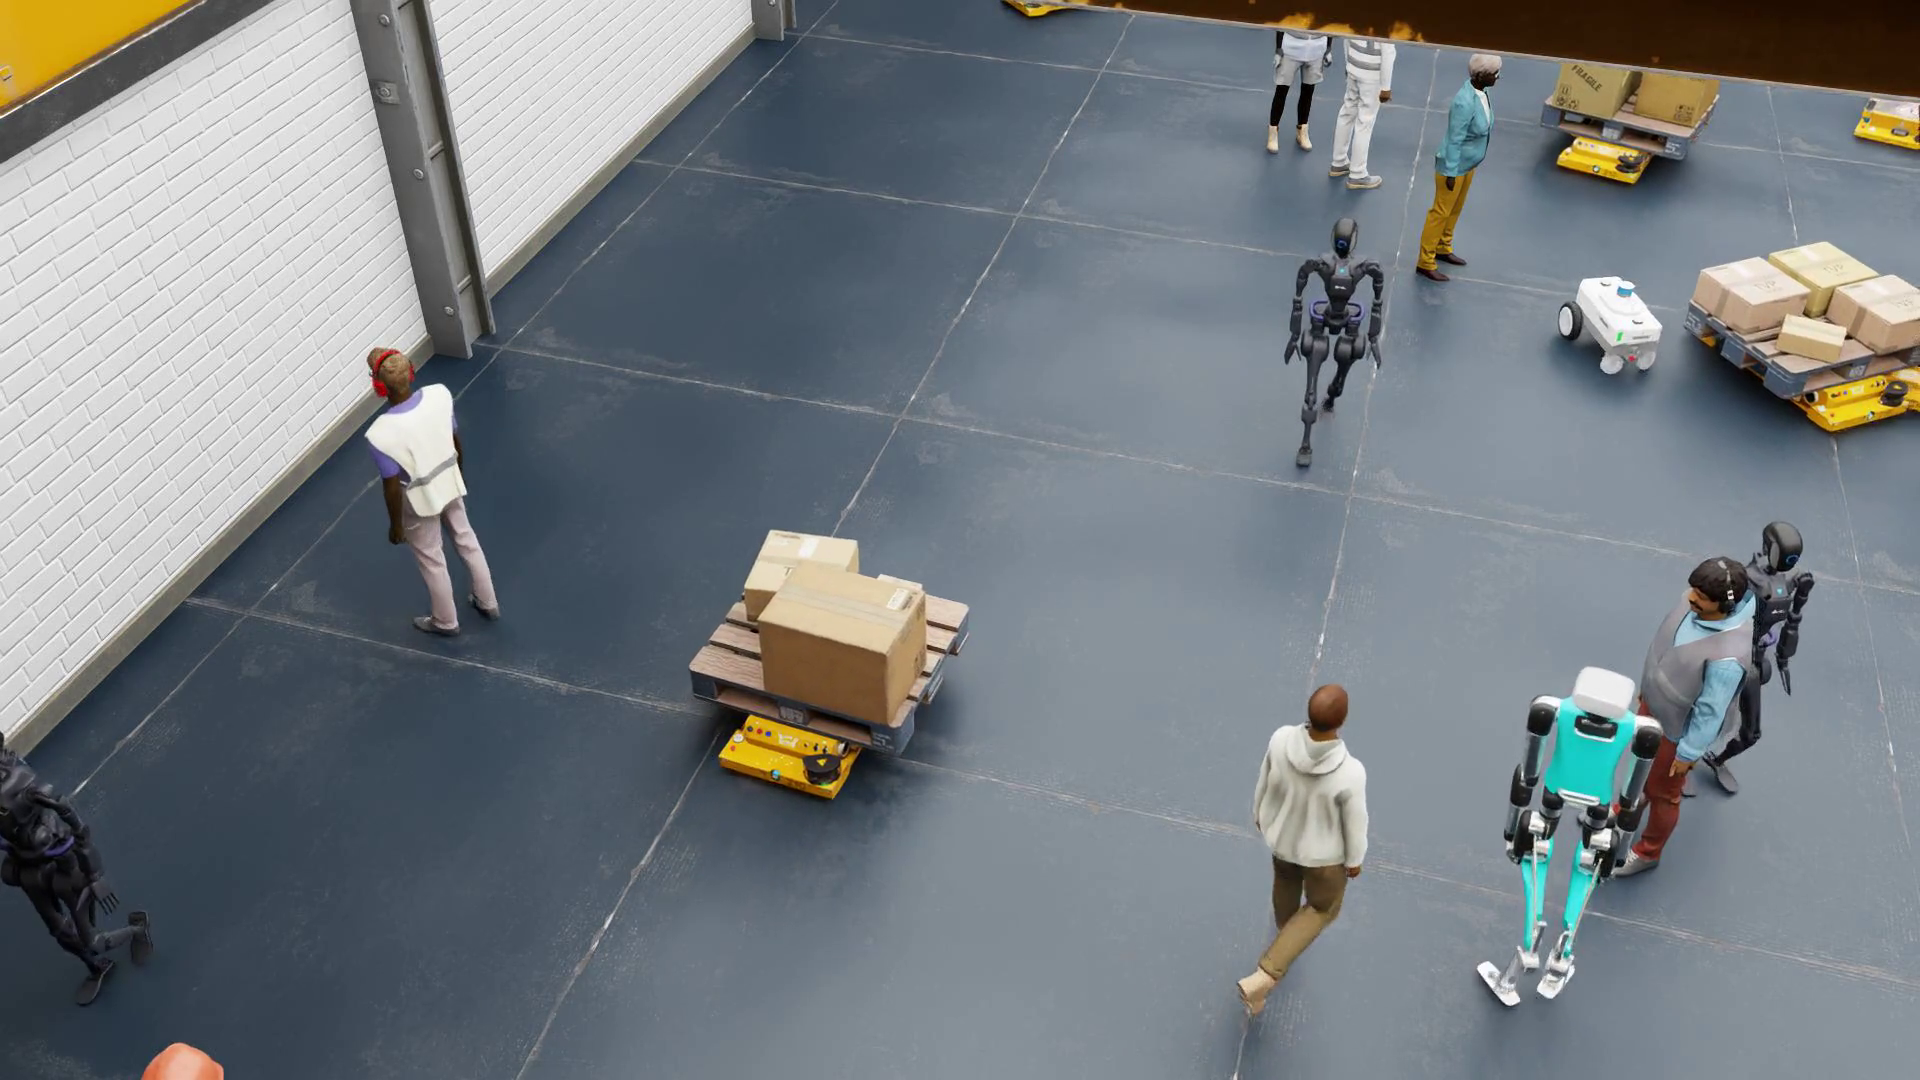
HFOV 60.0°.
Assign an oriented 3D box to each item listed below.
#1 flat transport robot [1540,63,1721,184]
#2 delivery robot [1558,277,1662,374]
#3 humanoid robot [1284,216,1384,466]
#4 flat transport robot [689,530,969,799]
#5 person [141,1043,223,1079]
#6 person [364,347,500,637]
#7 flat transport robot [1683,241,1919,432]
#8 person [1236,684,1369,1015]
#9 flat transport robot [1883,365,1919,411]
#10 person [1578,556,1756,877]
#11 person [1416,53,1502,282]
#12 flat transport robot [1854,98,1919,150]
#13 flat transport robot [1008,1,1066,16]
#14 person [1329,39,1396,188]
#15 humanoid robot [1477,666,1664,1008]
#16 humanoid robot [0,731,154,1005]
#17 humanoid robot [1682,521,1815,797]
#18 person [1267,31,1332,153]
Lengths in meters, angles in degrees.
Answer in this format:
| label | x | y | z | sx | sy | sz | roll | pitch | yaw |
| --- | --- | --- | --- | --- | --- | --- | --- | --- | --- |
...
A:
| label | x | y | z | sx | sy | sz | roll | pitch | yaw |
| --- | --- | --- | --- | --- | --- | --- | --- | --- | --- |
| flat transport robot | 5.715 | -3.494 | 14.350 | 0.659 | 0.231 | 1.431 | 23 | 44 | 26 |
| delivery robot | 4.606 | -1.546 | 11.686 | 0.499 | 0.578 | 0.738 | -4 | 39 | -5 |
| humanoid robot | 2.388 | -1.302 | 10.552 | 0.611 | 1.632 | 0.802 | 6 | 39 | 8 |
| flat transport robot | -0.691 | 0.776 | 9.039 | 0.659 | 0.231 | 1.431 | 14 | 41 | 17 |
| person | -2.437 | 2.386 | 5.714 | 0.542 | 1.928 | 0.368 | -3 | 39 | -4 |
| person | -2.893 | -0.228 | 9.043 | 0.418 | 1.854 | 0.566 | 21 | 43 | 24 |
| flat transport robot | 5.807 | -1.262 | 11.574 | 0.659 | 0.231 | 1.431 | -14 | 41 | -16 |
| person | 1.459 | 1.318 | 7.174 | 0.709 | 1.743 | 0.532 | -32 | 49 | -33 |
| flat transport robot | 6.726 | -1.354 | 11.689 | 0.659 | 0.231 | 1.431 | 22 | 44 | 25 |
| person | 3.339 | 0.818 | 7.711 | 0.414 | 1.871 | 0.540 | -1 | 39 | -2 |
| person | 3.689 | -2.762 | 12.262 | 0.344 | 1.750 | 0.528 | 23 | 44 | 26 |
| flat transport robot | 8.456 | -3.843 | 14.784 | 0.659 | 0.231 | 1.431 | 23 | 44 | 25 |
| flat transport robot | 1.179 | -5.676 | 17.065 | 1.431 | 0.231 | 0.659 | -17 | 42 | -20 |
| person | 3.288 | -3.761 | 13.393 | 0.348 | 1.883 | 0.582 | -15 | 41 | -18 |
| humanoid robot | 2.549 | 1.405 | 7.076 | 0.547 | 1.753 | 0.790 | 13 | 41 | 16 |
| humanoid robot | -3.933 | 1.354 | 7.197 | 0.609 | 1.640 | 0.422 | 5 | 39 | 6 |
| humanoid robot | 3.798 | 0.598 | 8.127 | 0.603 | 1.650 | 0.333 | -7 | 39 | -9 |
| person | 2.870 | -4.081 | 13.939 | 0.530 | 1.696 | 0.322 | -4 | 39 | -4 |
